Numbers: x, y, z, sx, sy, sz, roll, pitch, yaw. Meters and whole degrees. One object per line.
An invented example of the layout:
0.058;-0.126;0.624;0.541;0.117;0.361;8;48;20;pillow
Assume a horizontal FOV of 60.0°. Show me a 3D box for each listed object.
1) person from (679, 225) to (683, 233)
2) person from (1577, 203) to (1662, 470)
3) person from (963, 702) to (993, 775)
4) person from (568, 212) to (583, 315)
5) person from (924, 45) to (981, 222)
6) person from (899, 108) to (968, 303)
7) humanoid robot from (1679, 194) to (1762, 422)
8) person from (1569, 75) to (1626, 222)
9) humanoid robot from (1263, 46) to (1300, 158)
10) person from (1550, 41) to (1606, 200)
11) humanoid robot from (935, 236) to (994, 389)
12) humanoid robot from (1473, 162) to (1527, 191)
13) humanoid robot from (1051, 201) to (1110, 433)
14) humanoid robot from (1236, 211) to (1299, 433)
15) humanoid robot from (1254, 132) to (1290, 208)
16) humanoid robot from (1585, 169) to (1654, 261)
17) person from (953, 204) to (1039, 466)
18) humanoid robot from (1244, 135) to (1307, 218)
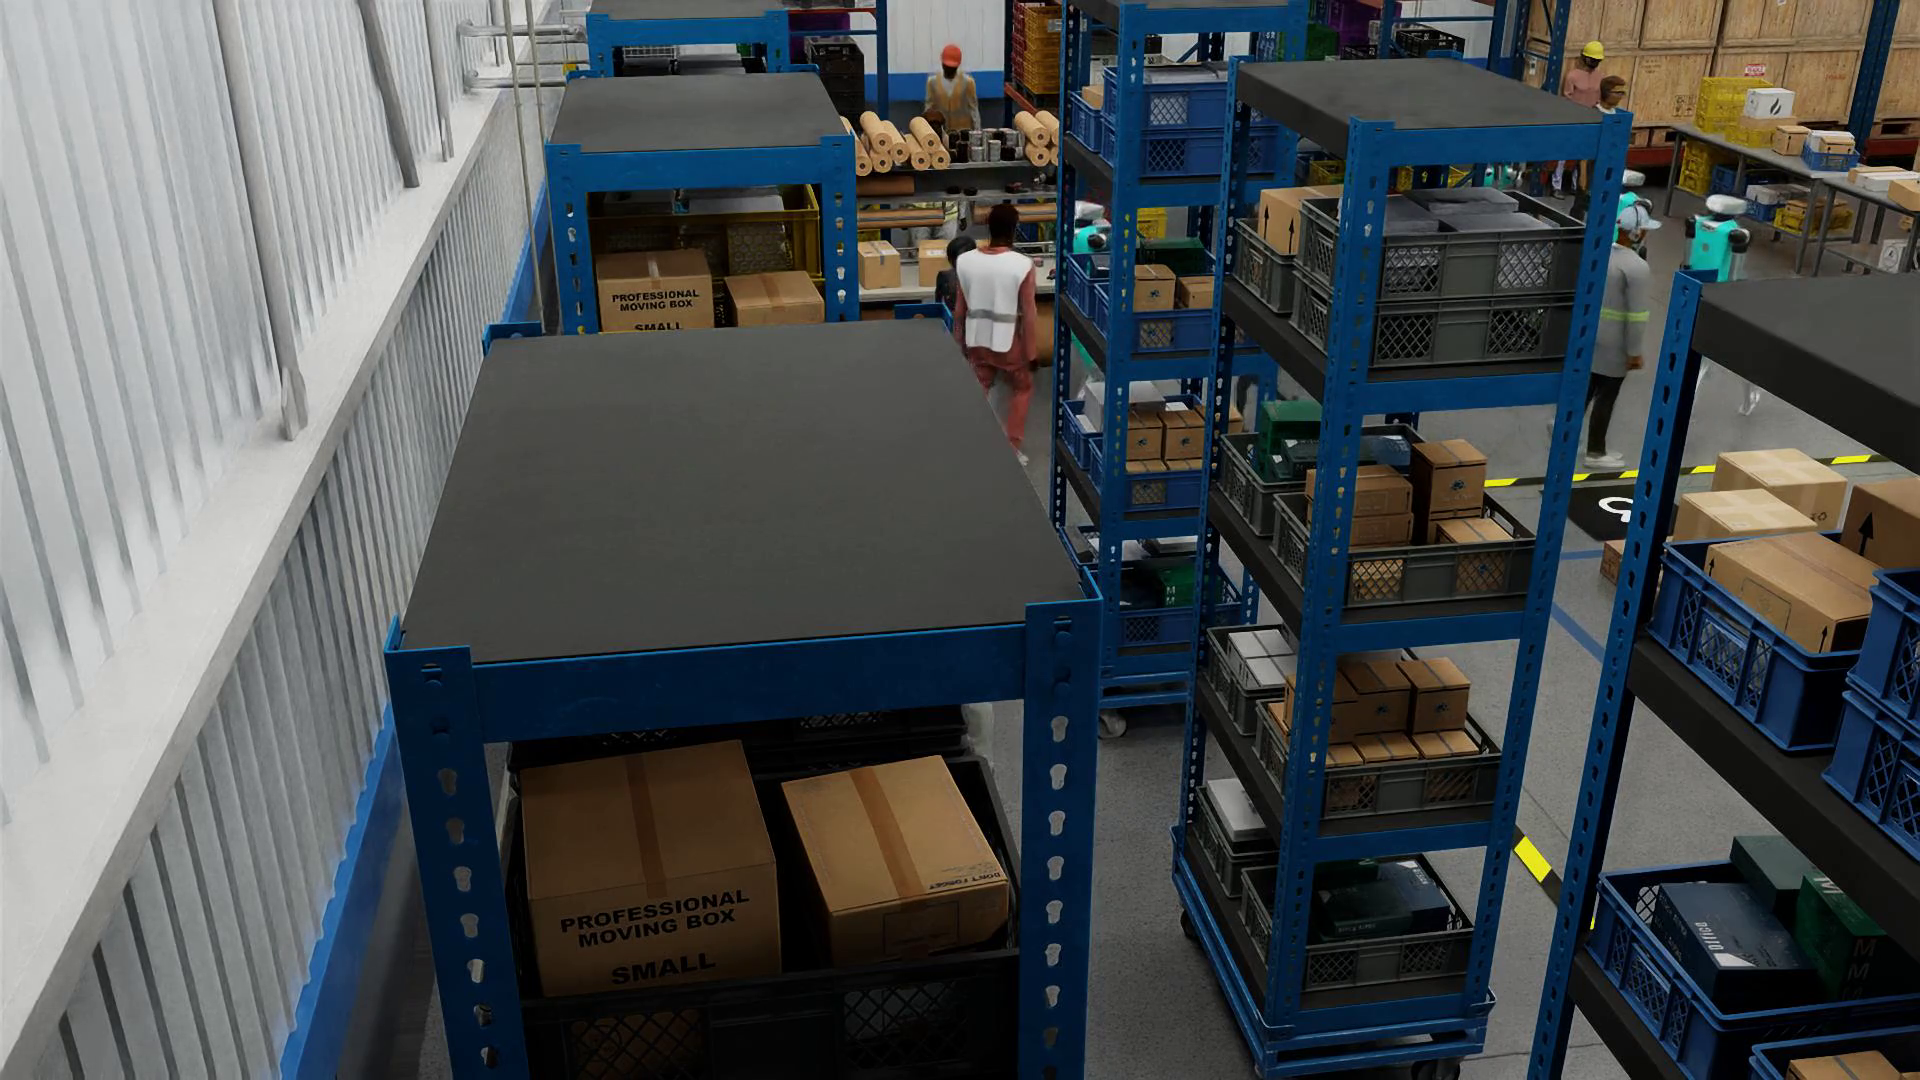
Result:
-2.647;-2.762;14.247;0.651;1.985;0.977;-6;25;-13;person
4.496;-1.399;11.444;0.395;1.850;0.596;-7;26;-14;person
0.011;0.299;7.780;0.395;1.833;0.565;-9;26;-18;person
-2.742;-1.877;12.483;0.511;1.858;0.332;-21;32;-38;person
-0.108;-4.443;18.070;0.607;1.861;1.073;6;25;12;person
-0.236;-2.864;14.641;0.620;1.845;0.431;-1;25;-3;person
5.707;-1.690;12.258;0.968;1.775;0.555;-11;27;-23;humanoid robot
6.207;-3.609;16.269;0.511;1.836;0.338;-15;28;-29;person
3.654;-4.783;18.915;0.933;1.731;0.530;19;31;36;humanoid robot
7.025;-4.740;18.822;0.522;1.761;0.337;-6;25;-12;person
0.048;-1.328;11.567;0.780;1.629;0.609;-23;33;-40;humanoid robot
5.373;-3.721;16.654;0.539;1.749;0.994;4;25;8;humanoid robot
1.006;-1.561;11.948;0.753;1.799;0.551;-17;30;-33;humanoid robot
2.213;-1.569;12.052;0.677;1.635;0.612;-4;25;-8;humanoid robot
3.319;-4.343;18.132;0.698;1.907;0.552;-5;25;-11;humanoid robot
5.206;-2.029;13.023;0.797;1.812;0.530;-19;31;-35;humanoid robot
0.265;-1.321;11.243;0.640;1.889;0.657;12;27;25;person
2.730;-2.715;14.551;0.616;1.624;0.765;15;29;30;humanoid robot
